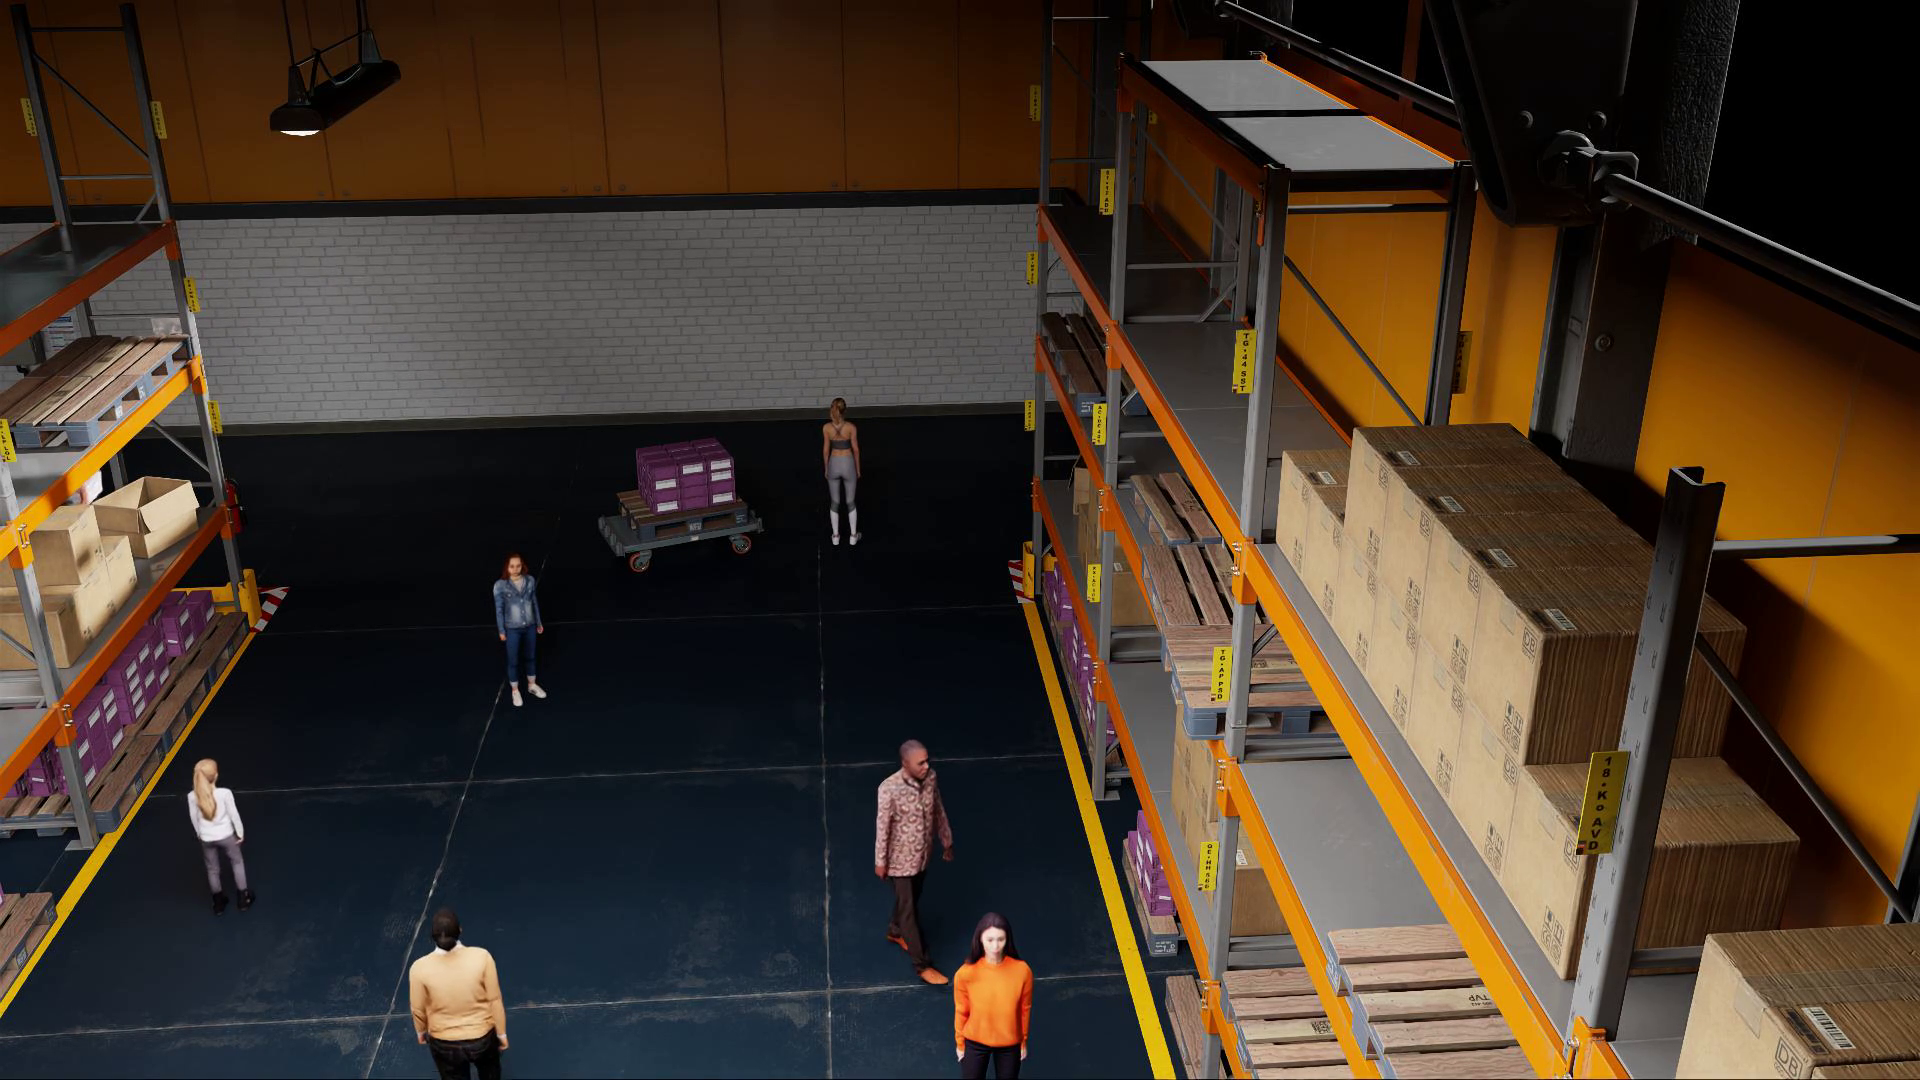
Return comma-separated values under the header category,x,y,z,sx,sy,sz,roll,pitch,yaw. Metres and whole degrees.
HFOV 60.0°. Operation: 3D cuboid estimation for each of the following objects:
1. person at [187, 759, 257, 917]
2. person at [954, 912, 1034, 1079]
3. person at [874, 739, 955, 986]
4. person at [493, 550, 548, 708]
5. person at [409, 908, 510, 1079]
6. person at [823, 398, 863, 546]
category,x,y,z,sx,sy,sz,roll,pitch,yaw
person,-5.461,2.180,12.180,0.500,1.277,0.532,-3,24,-7
person,0.185,2.956,9.818,0.604,1.746,0.542,-2,24,-4
person,-0.402,2.158,11.600,1.148,1.782,1.070,22,32,40
person,-4.015,0.774,15.146,0.641,1.477,0.661,-17,29,-34
person,-2.916,2.978,9.780,0.794,1.737,0.951,-7,25,-16
person,-1.306,-0.765,18.384,0.589,1.704,0.590,2,24,4
